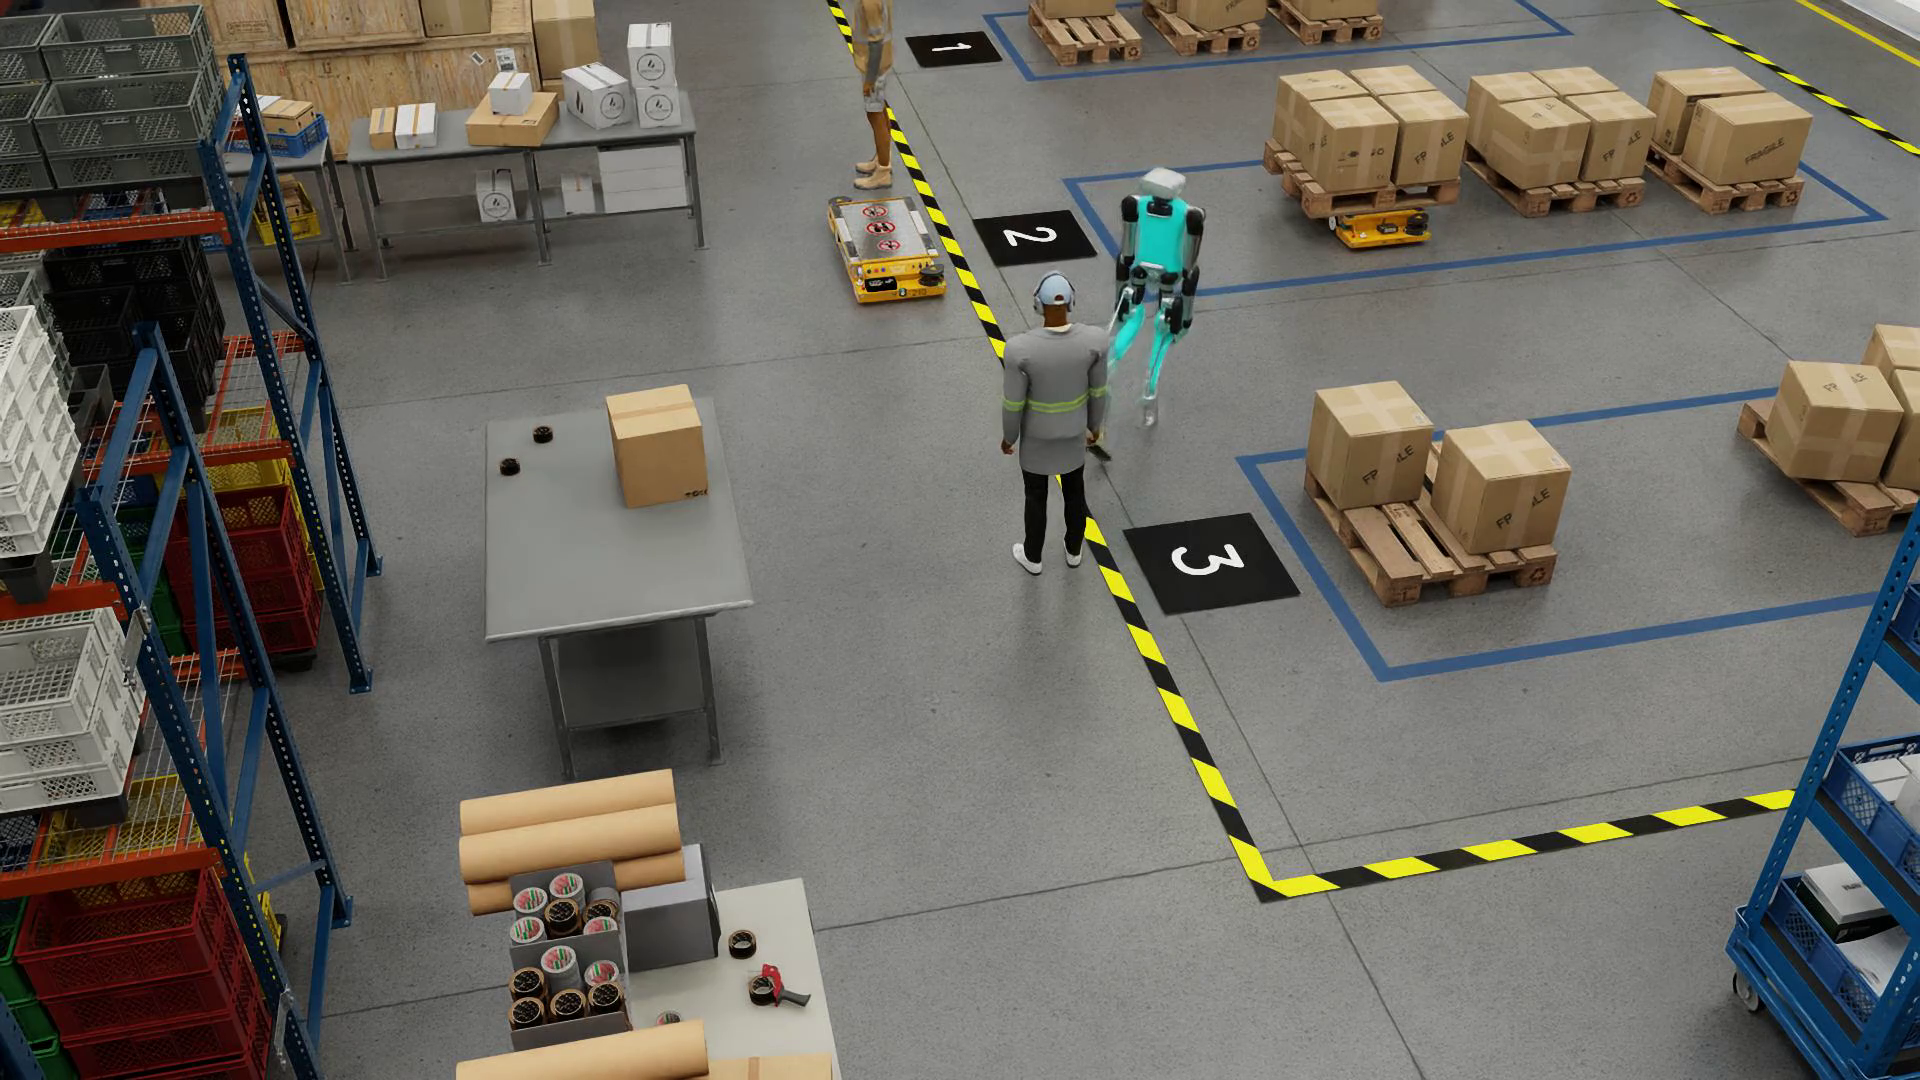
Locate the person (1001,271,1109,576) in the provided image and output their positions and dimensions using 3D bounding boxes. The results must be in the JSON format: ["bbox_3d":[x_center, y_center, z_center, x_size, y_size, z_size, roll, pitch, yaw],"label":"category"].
[{"bbox_3d":[0.499,-0.628,9.073,0.587,1.850,0.392,-8,37,-11],"label":"person"}]

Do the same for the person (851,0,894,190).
[{"bbox_3d":[-0.717,-3.777,13.147,0.379,2.039,0.615,1,37,1],"label":"person"}]

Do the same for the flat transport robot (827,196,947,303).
[{"bbox_3d":[-0.570,-2.220,12.538,0.659,0.231,1.431,-8,37,-10],"label":"flat transport robot"}]

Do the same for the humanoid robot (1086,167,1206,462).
[{"bbox_3d":[1.039,-1.255,10.052,0.552,1.767,1.019,18,40,23],"label":"humanoid robot"}]

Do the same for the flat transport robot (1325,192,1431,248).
[{"bbox_3d":[3.134,-2.740,13.213,0.652,0.197,1.431,-8,37,-10],"label":"flat transport robot"}]
